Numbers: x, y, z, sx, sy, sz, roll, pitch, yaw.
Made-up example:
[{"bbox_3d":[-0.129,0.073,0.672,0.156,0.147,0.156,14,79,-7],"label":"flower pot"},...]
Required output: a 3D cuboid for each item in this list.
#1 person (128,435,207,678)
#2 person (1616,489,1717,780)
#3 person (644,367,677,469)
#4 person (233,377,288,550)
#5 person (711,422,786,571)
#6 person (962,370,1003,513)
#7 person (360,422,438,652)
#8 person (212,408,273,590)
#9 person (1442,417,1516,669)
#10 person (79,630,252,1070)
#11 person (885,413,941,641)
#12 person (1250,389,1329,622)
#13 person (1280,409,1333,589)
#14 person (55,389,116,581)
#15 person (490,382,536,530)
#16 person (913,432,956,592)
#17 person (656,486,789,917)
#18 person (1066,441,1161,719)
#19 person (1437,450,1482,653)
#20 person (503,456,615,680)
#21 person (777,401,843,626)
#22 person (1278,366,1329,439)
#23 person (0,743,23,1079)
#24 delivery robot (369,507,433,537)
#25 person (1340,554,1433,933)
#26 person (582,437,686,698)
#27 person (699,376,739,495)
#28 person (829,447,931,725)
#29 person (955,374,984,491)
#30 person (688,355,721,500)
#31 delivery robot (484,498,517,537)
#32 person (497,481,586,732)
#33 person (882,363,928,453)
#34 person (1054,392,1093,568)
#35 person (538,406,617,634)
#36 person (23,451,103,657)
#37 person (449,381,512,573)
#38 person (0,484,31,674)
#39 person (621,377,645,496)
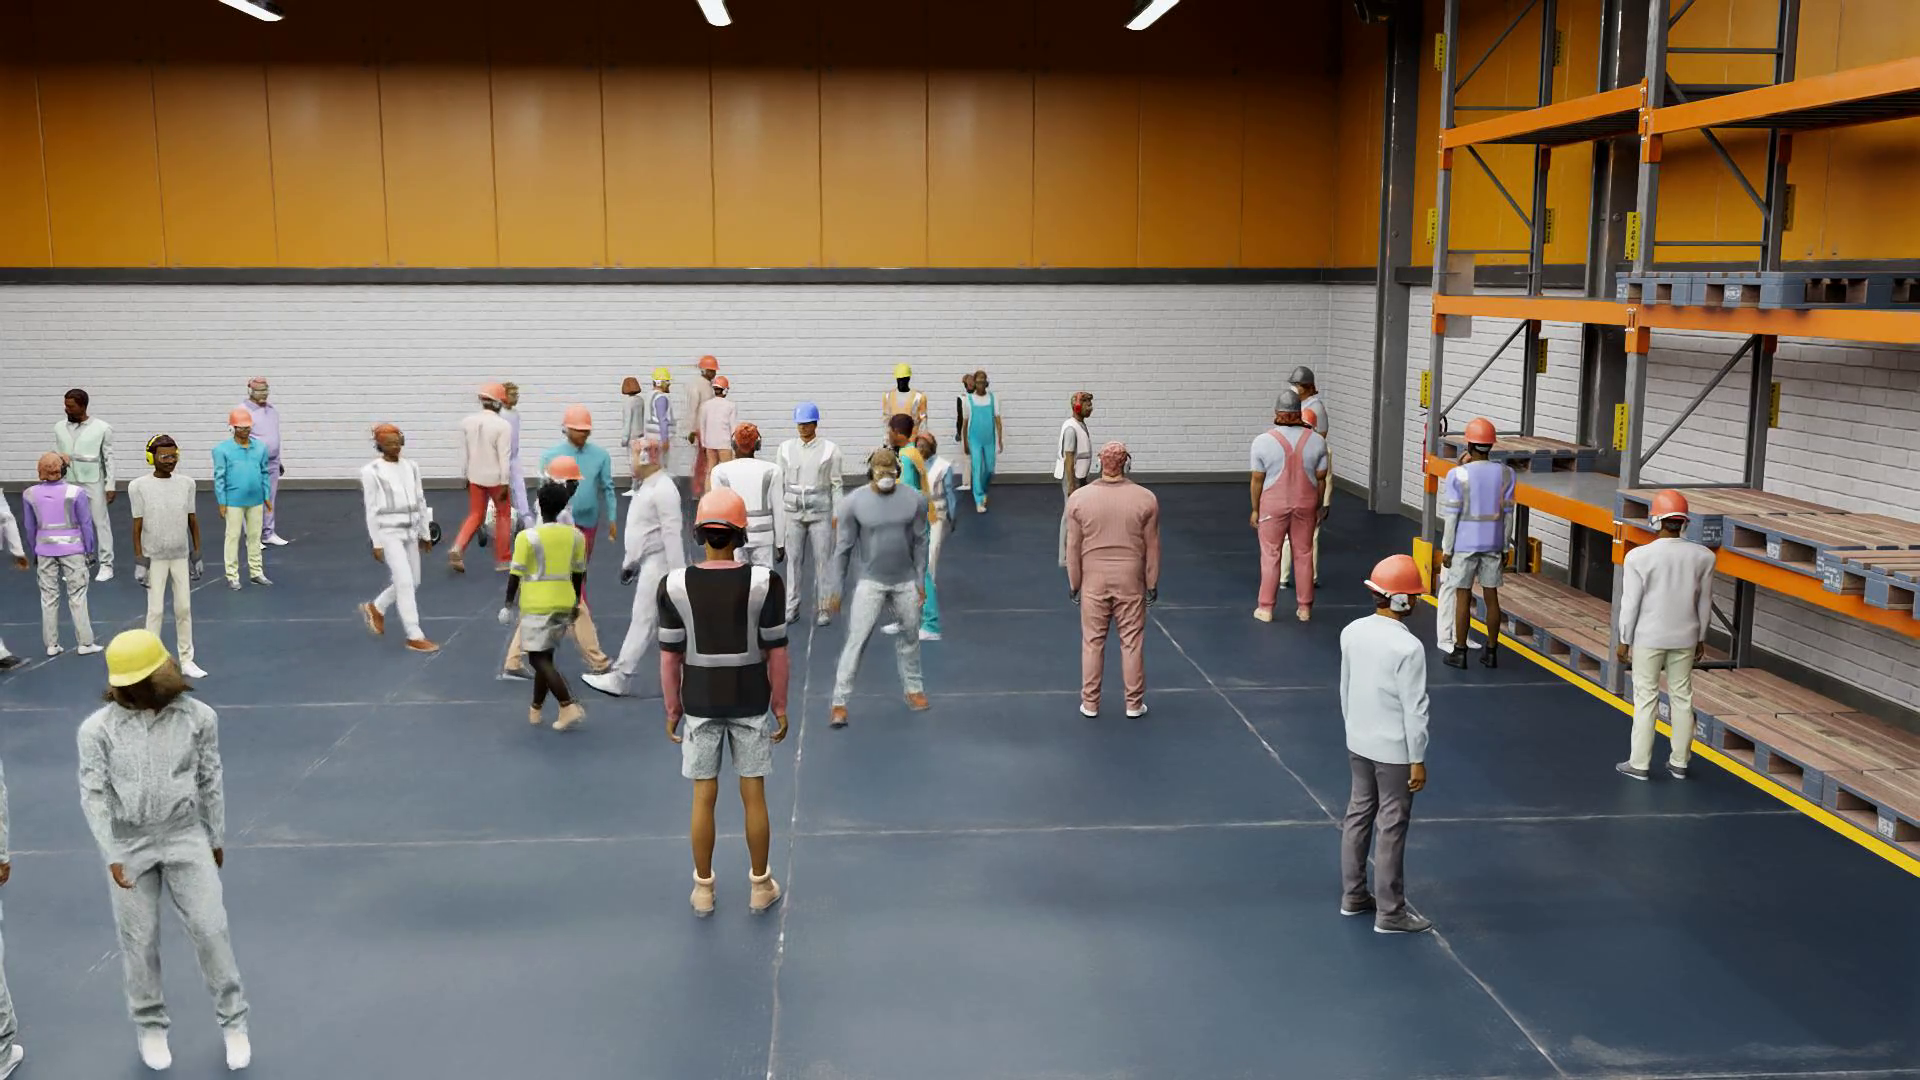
[{"bbox_3d":[-5.883,0.141,12.357,0.328,1.862,0.503,8,12,42],"label":"person"},{"bbox_3d":[4.216,0.569,9.981,0.560,1.752,0.324,-1,9,-4],"label":"person"},{"bbox_3d":[-3.917,-1.349,21.789,0.404,1.828,0.592,-4,10,-25],"label":"person"},{"bbox_3d":[-7.741,-0.855,18.454,0.400,1.905,0.645,3,10,19],"label":"person"},{"bbox_3d":[-1.652,0.019,13.037,0.575,1.882,0.355,-1,9,-4],"label":"person"},{"bbox_3d":[0.266,-1.285,21.407,0.518,1.827,0.729,-2,9,-11],"label":"person"},{"bbox_3d":[-4.588,-0.038,13.486,0.817,1.855,0.597,4,10,26],"label":"person"},{"bbox_3d":[-6.912,-0.404,16.090,0.340,1.752,0.564,7,11,38],"label":"person"},{"bbox_3d":[3.967,0.031,12.774,0.544,1.943,0.347,-1,9,-4],"label":"person"},{"bbox_3d":[-3.005,1.182,6.275,0.522,1.711,0.483,-6,11,-31],"label":"person"},{"bbox_3d":[-0.367,-0.109,13.859,0.408,1.877,0.643,-1,9,-6],"label":"person"},{"bbox_3d":[2.843,-0.304,14.566,0.682,2.000,0.538,-1,9,-4],"label":"person"},{"bbox_3d":[3.312,-0.391,16.040,0.561,1.745,0.347,4,10,21],"label":"person"},{"bbox_3d":[-8.650,-0.545,16.479,0.589,1.915,0.398,1,9,6],"label":"person"},{"bbox_3d":[-5.312,-0.946,19.413,1.000,1.791,0.513,6,11,33],"label":"person"},{"bbox_3d":[-0.326,-0.199,15.319,0.546,1.588,0.888,3,9,17],"label":"person"},{"bbox_3d":[-1.107,0.765,7.846,0.607,2.044,0.371,-1,9,-4],"label":"person"},{"bbox_3d":[1.043,0.277,11.340,0.643,1.909,0.409,1,9,6],"label":"person"},{"bbox_3d":[4.049,0.088,13.374,0.515,1.636,0.315,-8,12,-40],"label":"person"},{"bbox_3d":[-2.991,0.217,12.391,0.938,1.694,0.555,-3,10,-20],"label":"person"},{"bbox_3d":[-1.312,-0.228,14.383,0.602,1.948,0.387,1,9,9],"label":"person"},{"bbox_3d":[3.674,-0.878,18.174,0.537,2.000,0.683,-3,10,-20],"label":"person"},{"bbox_3d":[-3.783,1.183,6.154,0.487,1.746,0.287,-5,10,-29],"label":"person"},{"bbox_3d":[-6.207,-0.228,18.446,0.477,0.478,0.707,5,11,30],"label":"delivery robot"},{"bbox_3d":[1.984,0.932,7.702,0.329,1.751,0.566,-4,10,-23],"label":"person"},{"bbox_3d":[-2.272,0.200,11.992,0.972,1.856,0.660,-3,10,-21],"label":"person"},{"bbox_3d":[-3.073,-1.243,21.403,0.570,1.743,0.350,5,10,28],"label":"person"},{"bbox_3d":[-0.575,0.299,11.320,0.790,1.891,0.572,-3,10,-19],"label":"person"},{"bbox_3d":[0.150,-1.511,23.404,0.525,1.639,0.307,-8,12,-40],"label":"person"},{"bbox_3d":[-3.331,-1.488,22.245,0.692,1.959,0.607,2,9,13],"label":"person"},{"bbox_3d":[-5.249,-0.291,18.823,0.477,0.478,0.707,-4,9,-26],"label":"delivery robot"},{"bbox_3d":[-2.726,0.450,11.023,0.586,1.661,0.589,7,11,36],"label":"person"},{"bbox_3d":[-0.701,-1.253,20.932,0.607,1.936,0.393,3,9,17],"label":"person"},{"bbox_3d":[1.177,-0.616,17.176,0.386,1.837,0.563,3,9,17],"label":"person"},{"bbox_3d":[-3.305,-0.210,14.322,0.627,1.933,1.083,-6,11,-31],"label":"person"},{"bbox_3d":[-7.121,0.116,13.185,0.511,1.641,0.307,-1,9,-4],"label":"person"},{"bbox_3d":[-4.811,-0.623,16.805,0.628,1.968,0.792,4,10,24],"label":"person"},{"bbox_3d":[-7.418,0.124,12.657,0.873,1.786,0.606,2,9,11],"label":"person"},{"bbox_3d":[-4.493,-1.421,22.853,0.280,1.634,0.498,3,9,17],"label":"person"}]
